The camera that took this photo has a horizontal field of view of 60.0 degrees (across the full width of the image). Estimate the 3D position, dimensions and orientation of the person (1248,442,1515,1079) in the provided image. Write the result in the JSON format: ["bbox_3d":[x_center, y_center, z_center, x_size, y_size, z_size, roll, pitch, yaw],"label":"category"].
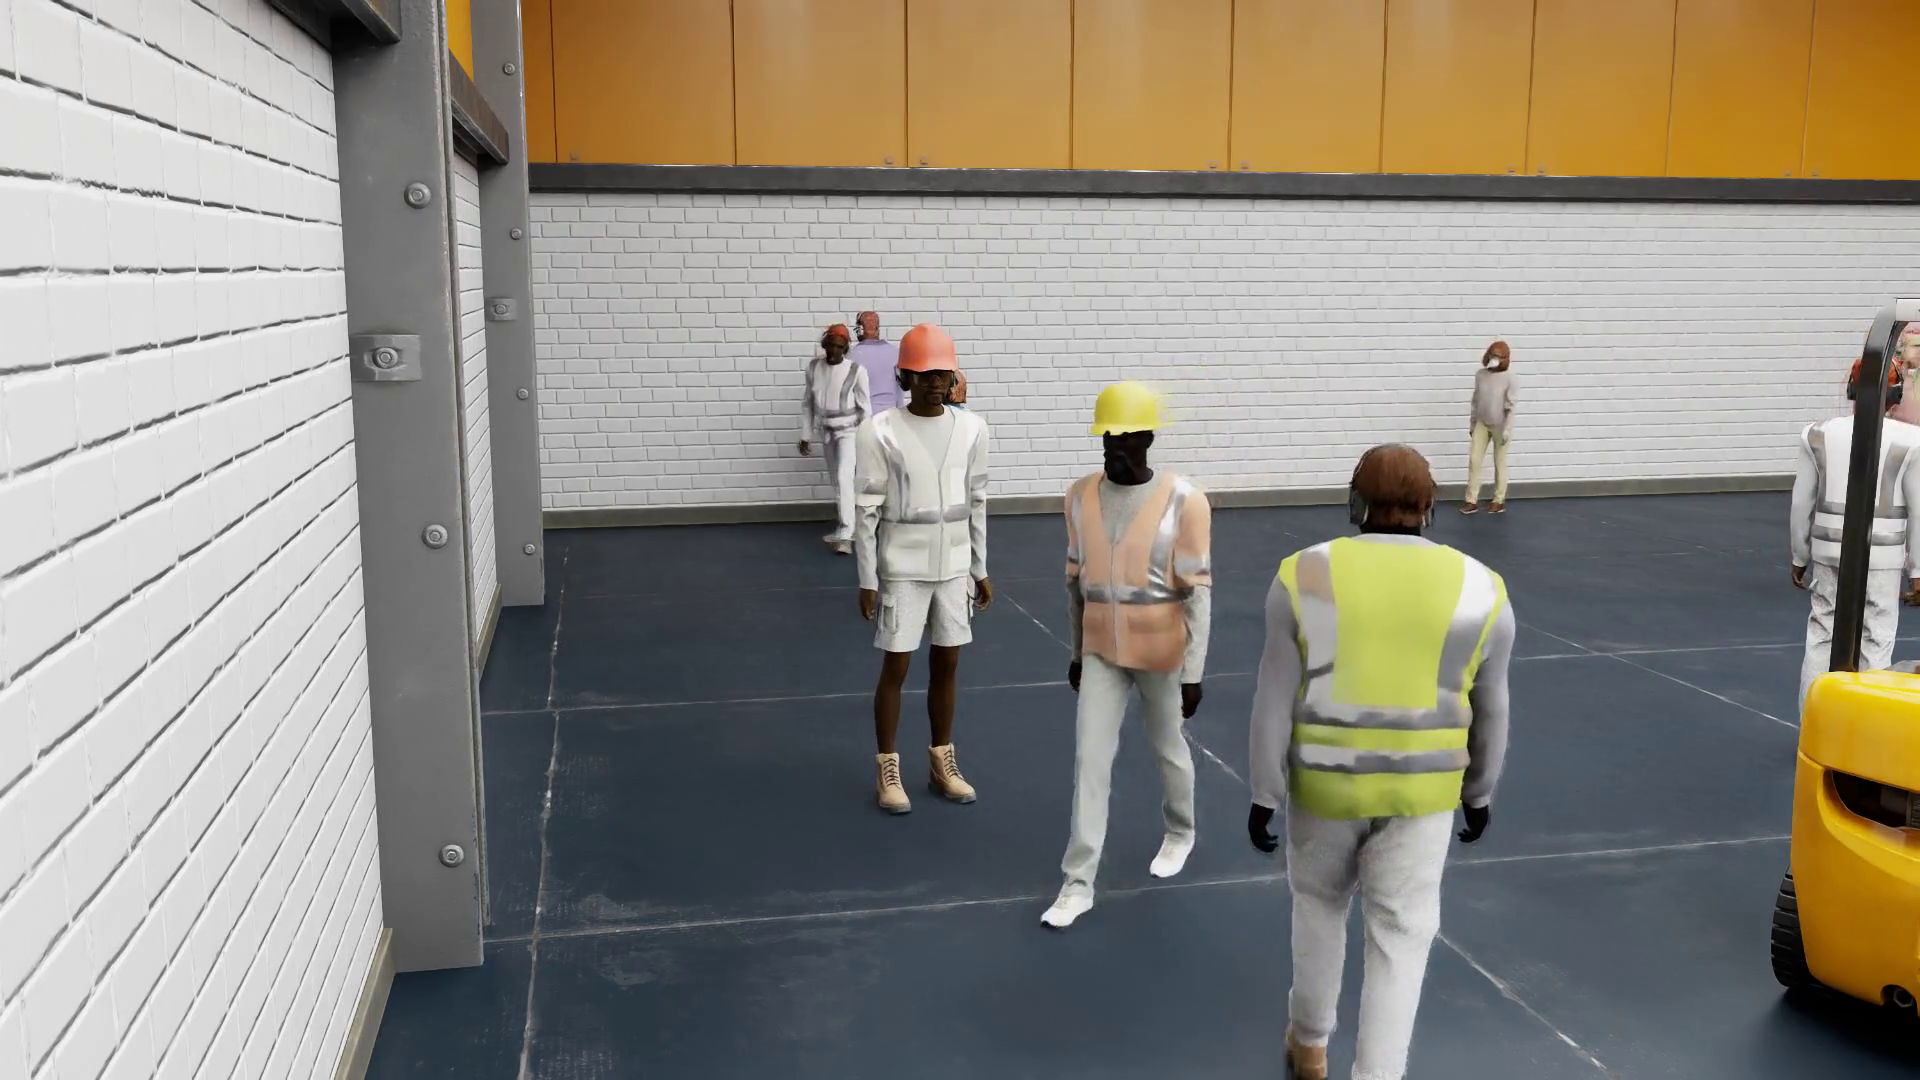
[{"bbox_3d":[1.105,0.640,4.456,0.660,1.813,0.794,2,9,9],"label":"person"}]

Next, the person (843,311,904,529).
[{"bbox_3d":[-0.767,-0.985,14.107,0.640,1.904,0.409,-8,12,-40],"label":"person"}]

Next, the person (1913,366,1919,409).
[{"bbox_3d":[8.179,-0.945,14.065,0.403,1.835,0.588,1,9,6],"label":"person"}]

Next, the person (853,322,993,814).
[{"bbox_3d":[-0.134,0.120,6.941,0.614,2.040,0.391,-5,10,-26],"label":"person"}]

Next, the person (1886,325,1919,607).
[{"bbox_3d":[6.369,-0.491,11.156,0.878,1.872,0.673,6,11,31],"label":"person"}]

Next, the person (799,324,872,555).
[{"bbox_3d":[-0.967,-0.820,13.390,0.617,1.833,0.759,7,11,35],"label":"person"}]

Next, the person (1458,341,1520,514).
[{"bbox_3d":[4.844,-1.014,15.177,0.647,1.597,0.526,-8,12,-41],"label":"person"}]

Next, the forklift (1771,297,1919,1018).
[{"bbox_3d":[3.542,0.334,5.177,2.313,2.155,1.214,-9,13,-43],"label":"forklift"}]

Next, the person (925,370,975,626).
[{"bbox_3d":[-0.058,-0.270,10.540,0.307,1.640,0.521,4,10,23],"label":"person"}]

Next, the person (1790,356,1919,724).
[{"bbox_3d":[4.085,0.096,7.566,0.338,1.882,0.582,-9,13,-43],"label":"person"}]

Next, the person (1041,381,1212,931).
[{"bbox_3d":[0.620,0.370,5.935,0.601,1.880,0.974,6,11,31],"label":"person"}]
